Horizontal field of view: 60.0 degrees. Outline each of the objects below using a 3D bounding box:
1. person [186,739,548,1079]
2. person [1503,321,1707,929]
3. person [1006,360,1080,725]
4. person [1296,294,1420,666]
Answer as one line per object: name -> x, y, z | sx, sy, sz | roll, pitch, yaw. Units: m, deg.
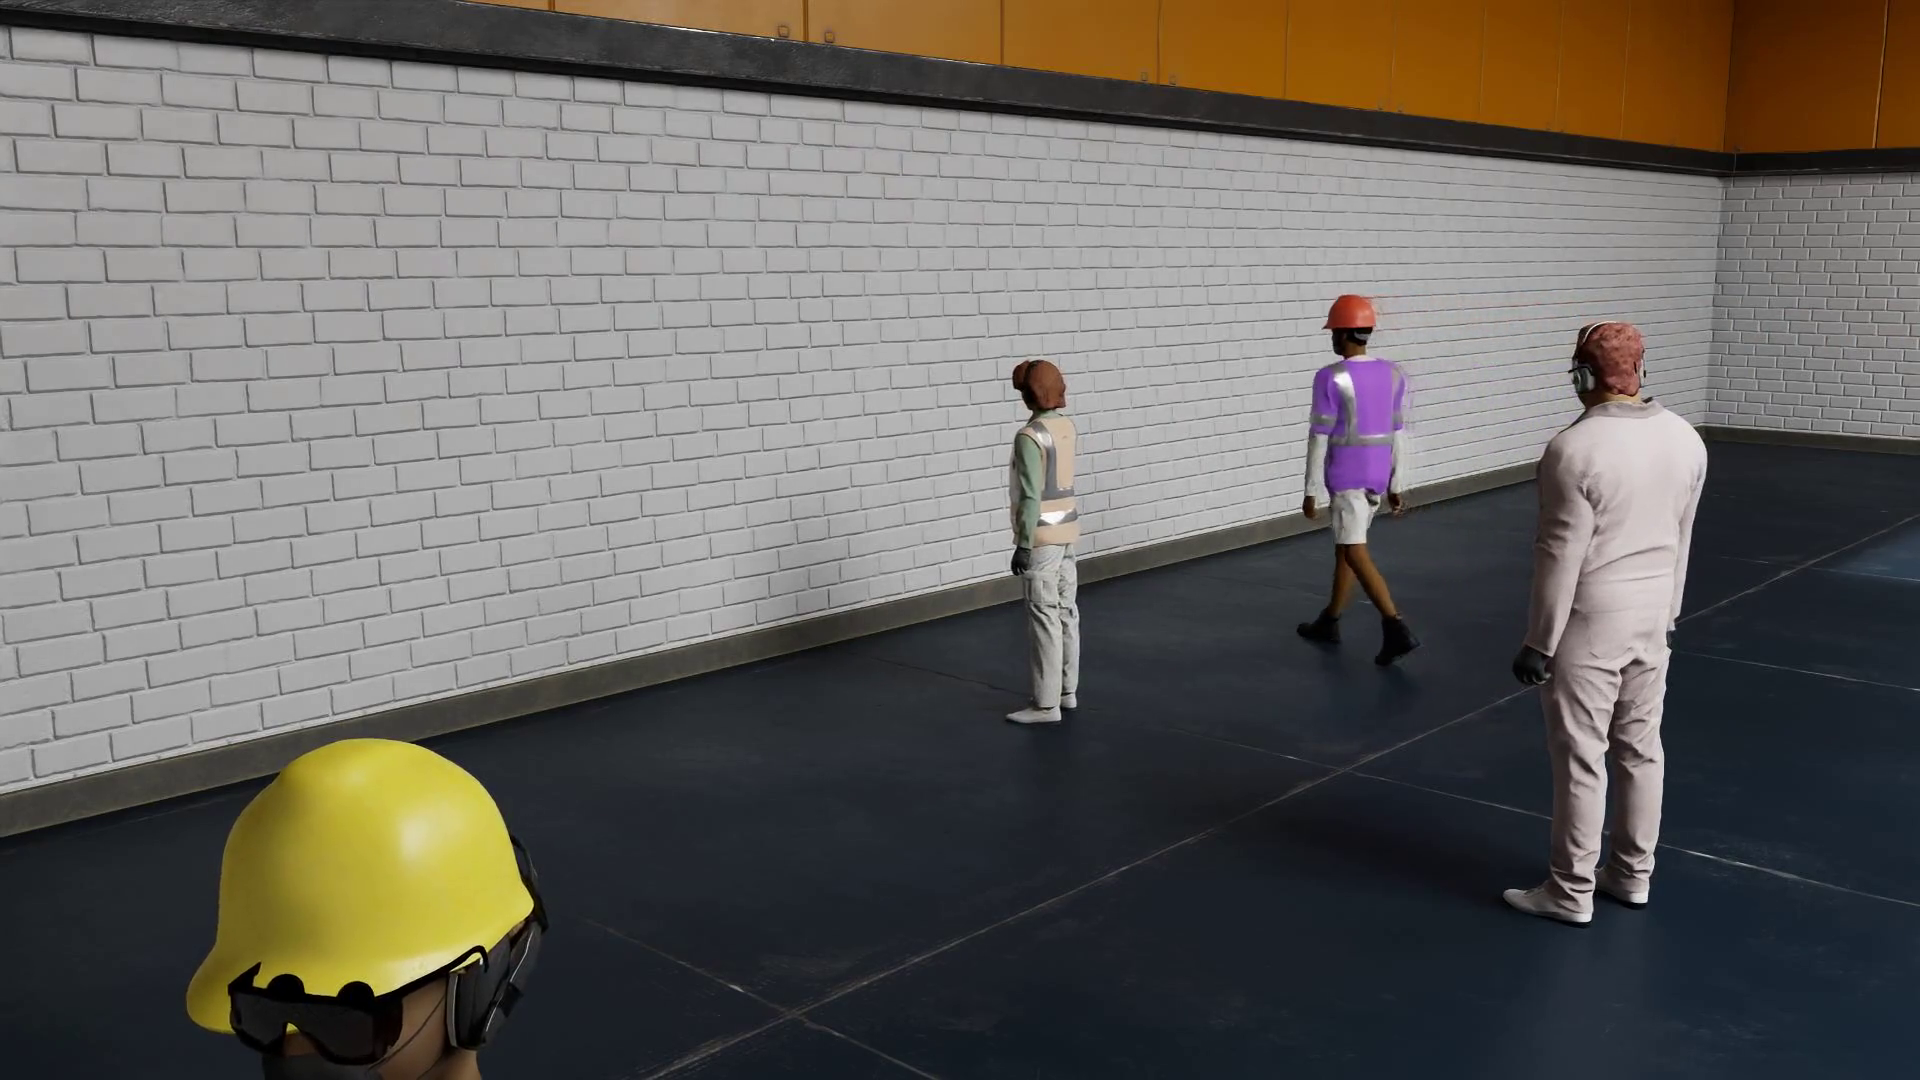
person -> -0.435, 1.017, 1.375 | 0.522, 1.768, 0.312 | 2, 10, 13
person -> 2.007, 0.268, 5.256 | 0.636, 1.903, 0.405 | -5, 11, -28
person -> 0.377, 0.013, 7.461 | 0.315, 1.636, 0.515 | 5, 11, 26
person -> 2.093, -0.316, 8.619 | 0.555, 1.901, 0.957 | -5, 11, -28
